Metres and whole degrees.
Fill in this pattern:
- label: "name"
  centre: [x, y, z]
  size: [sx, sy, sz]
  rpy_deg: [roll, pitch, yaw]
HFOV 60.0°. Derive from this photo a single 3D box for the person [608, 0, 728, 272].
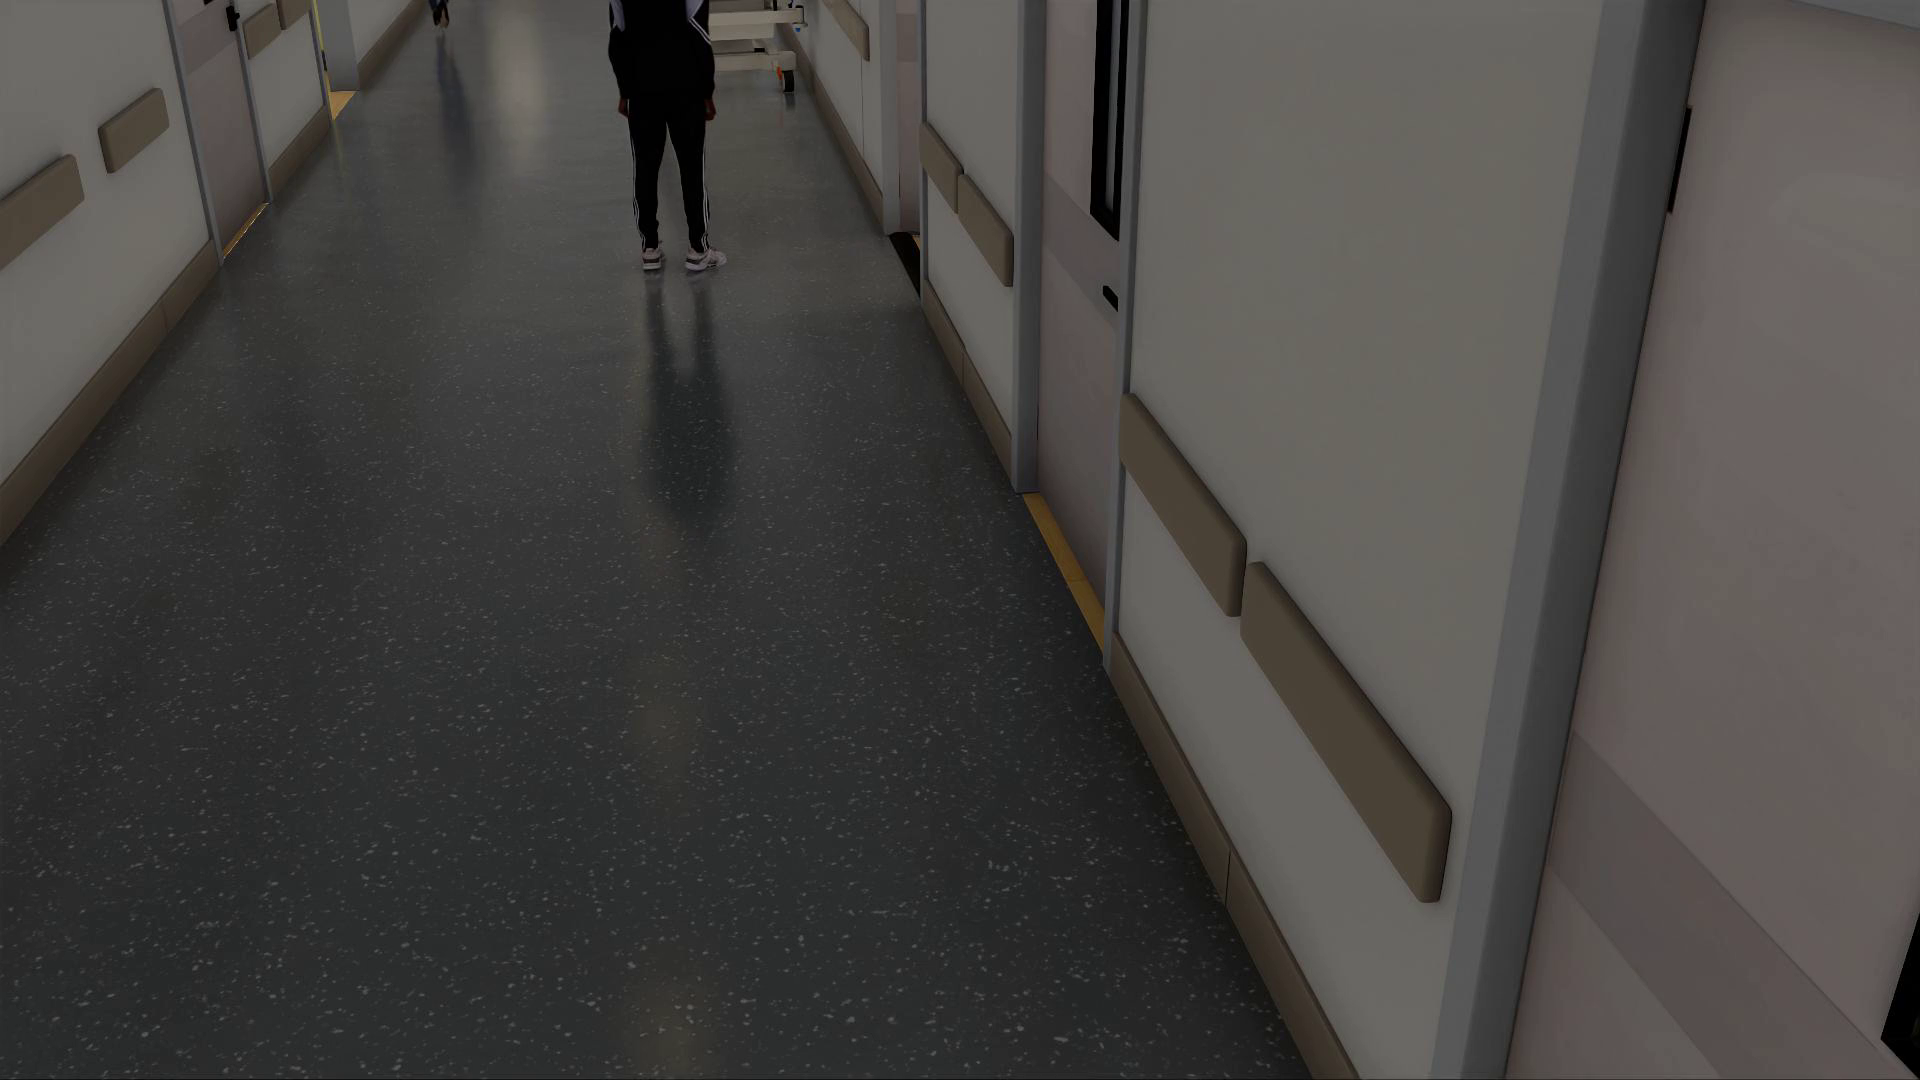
- label: "person"
  centre: [-1.464, -2.240, 8.196]
  size: [0.598, 1.828, 0.784]
  rpy_deg: [3, 26, 7]
